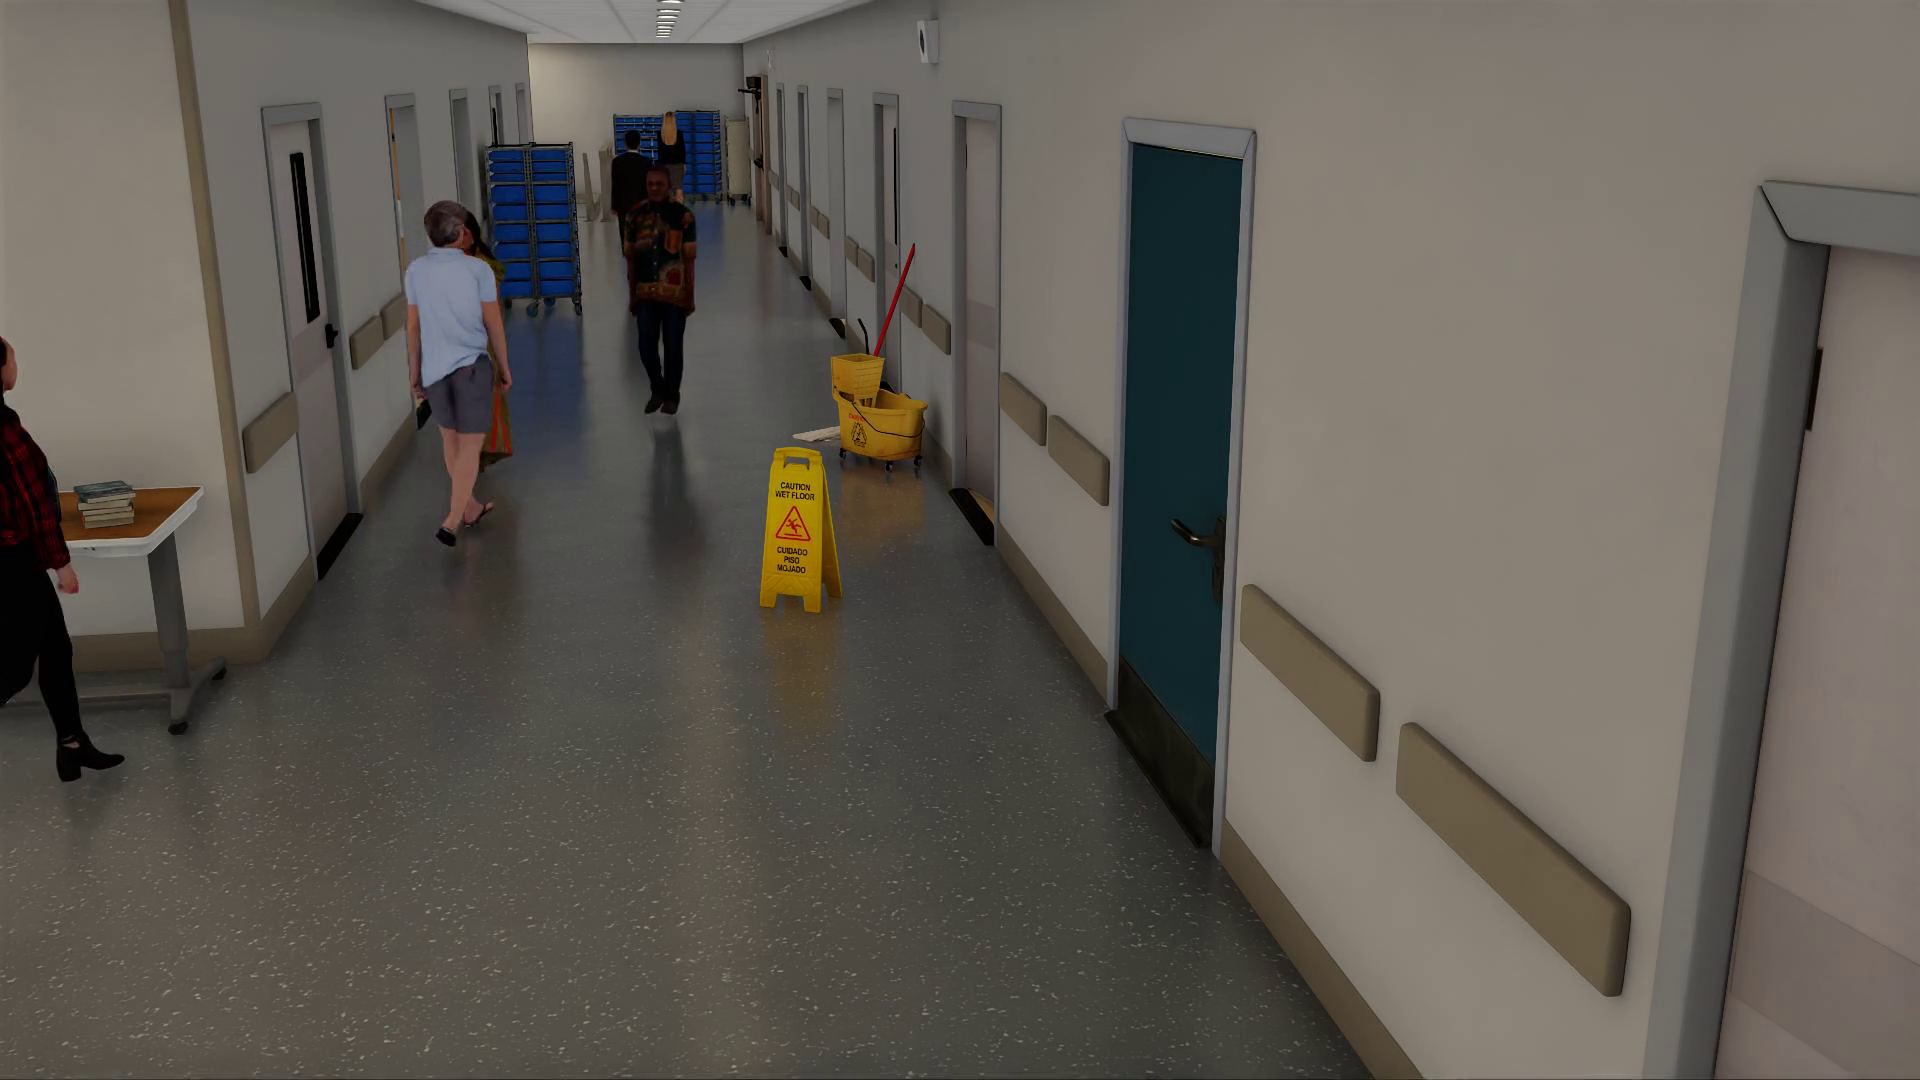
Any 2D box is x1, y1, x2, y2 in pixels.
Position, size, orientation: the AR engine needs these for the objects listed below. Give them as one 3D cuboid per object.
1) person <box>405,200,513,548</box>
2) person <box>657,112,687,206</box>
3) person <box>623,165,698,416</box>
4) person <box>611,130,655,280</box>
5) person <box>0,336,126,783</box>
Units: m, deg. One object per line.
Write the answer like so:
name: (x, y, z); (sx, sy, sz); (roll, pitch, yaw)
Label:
person: (-2.683, -0.837, 8.746); (0.886, 1.796, 1.220); (1, 16, 3)
person: (-4.683, -6.035, 27.095); (0.621, 1.843, 0.557); (-2, 16, -5)
person: (-2.156, -1.821, 12.153); (0.754, 1.800, 0.735); (0, 16, 2)
person: (-3.876, -3.948, 19.782); (0.727, 1.796, 0.716); (-4, 16, -14)
person: (-3.292, 0.131, 5.622); (0.999, 1.629, 1.023); (13, 20, 38)
